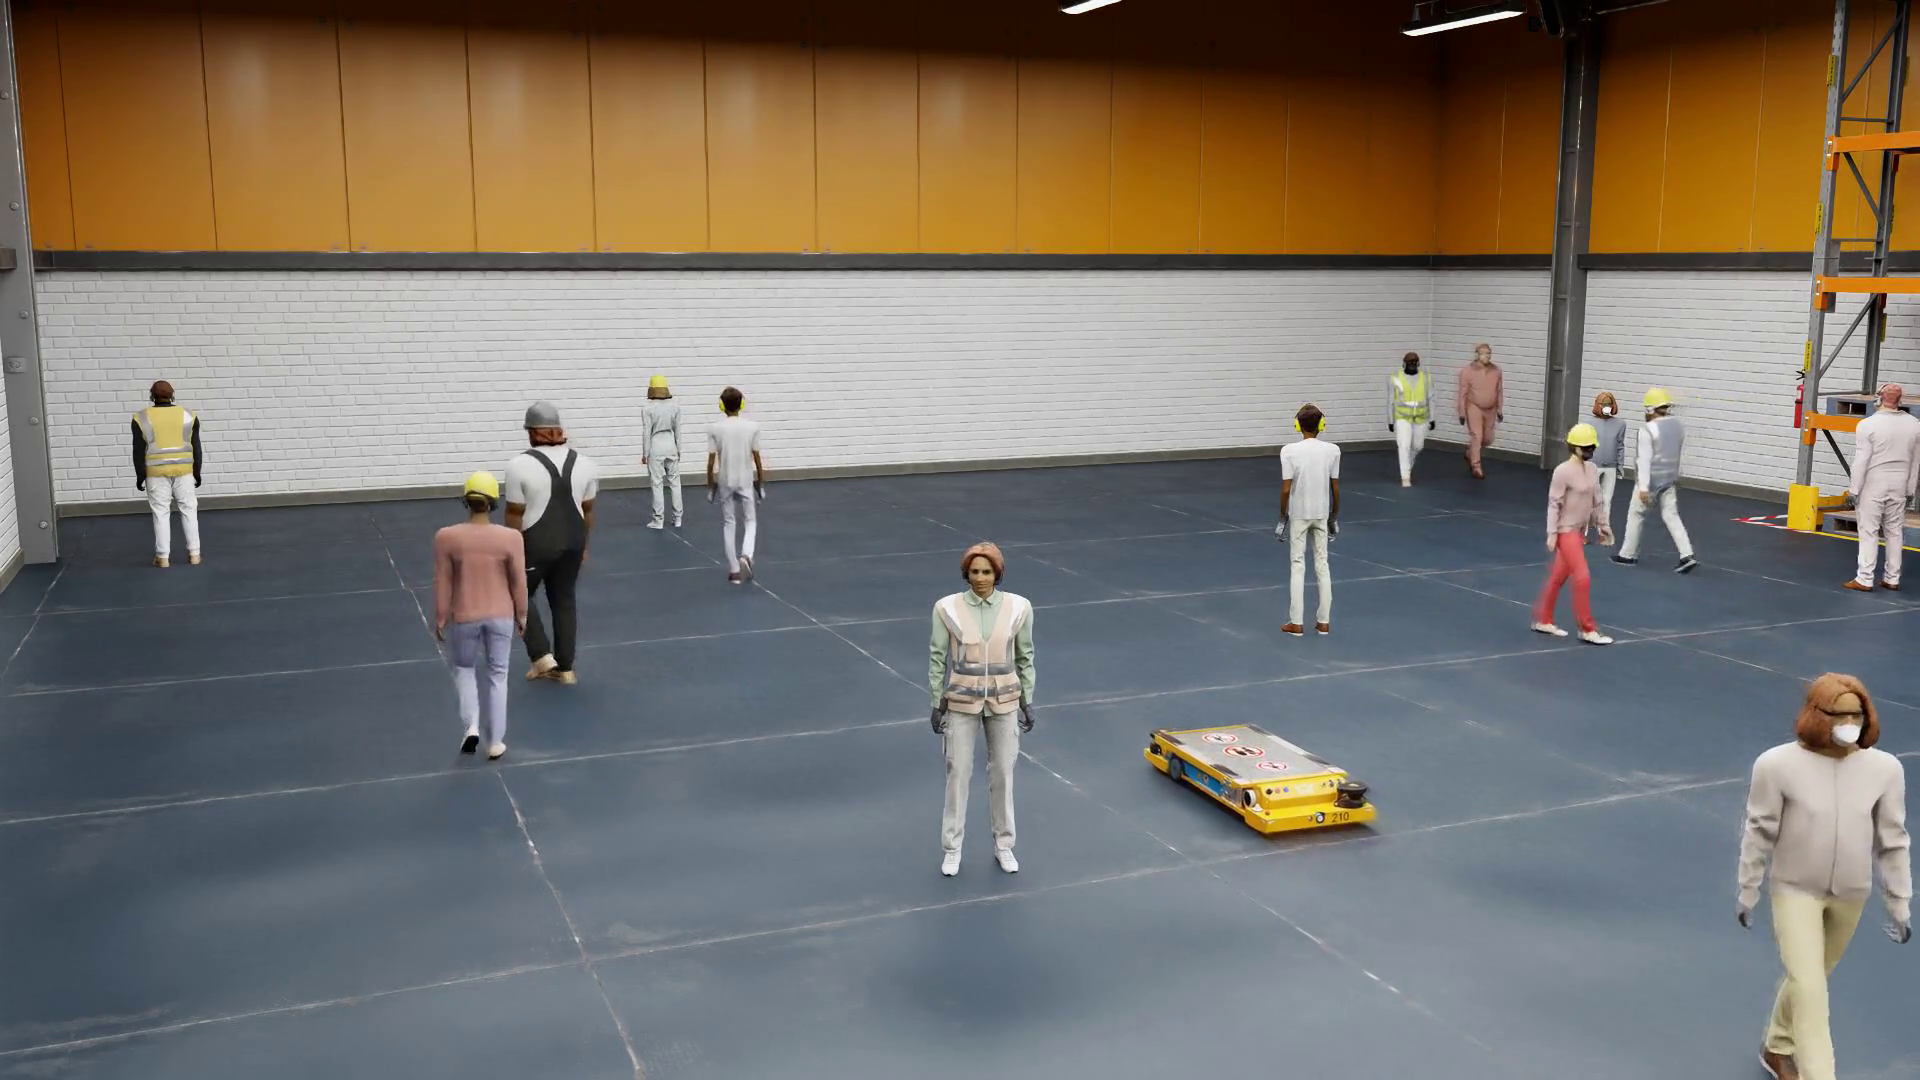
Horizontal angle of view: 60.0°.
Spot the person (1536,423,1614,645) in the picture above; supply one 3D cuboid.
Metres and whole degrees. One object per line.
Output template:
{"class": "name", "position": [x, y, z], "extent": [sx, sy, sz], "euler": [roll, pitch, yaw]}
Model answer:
{"class": "person", "position": [4.905, -0.047, 13.057], "extent": [0.533, 1.729, 0.823], "euler": [-9, 13, -43]}

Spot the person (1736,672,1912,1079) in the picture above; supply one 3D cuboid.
{"class": "person", "position": [2.974, 1.237, 5.686], "extent": [0.519, 1.579, 0.842], "euler": [0, 9, 2]}

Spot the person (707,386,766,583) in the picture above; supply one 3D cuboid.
{"class": "person", "position": [-2.077, -0.497, 15.402], "extent": [0.555, 1.855, 0.539], "euler": [-1, 9, -8]}

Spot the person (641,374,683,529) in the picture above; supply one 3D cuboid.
{"class": "person", "position": [-3.382, -1.000, 18.809], "extent": [0.492, 1.740, 0.325], "euler": [-7, 12, -37]}

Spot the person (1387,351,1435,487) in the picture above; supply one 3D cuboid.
{"class": "person", "position": [6.099, -1.655, 22.564], "extent": [0.623, 1.821, 0.801], "euler": [0, 9, 1]}

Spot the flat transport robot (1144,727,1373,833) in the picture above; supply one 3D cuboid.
{"class": "flat transport robot", "position": [1.639, 1.298, 9.326], "extent": [0.652, 0.197, 1.431], "euler": [-3, 10, -19]}

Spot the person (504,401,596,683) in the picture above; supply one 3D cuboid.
{"class": "person", "position": [-2.924, 0.018, 11.732], "extent": [0.536, 2.000, 0.708], "euler": [9, 13, 44]}

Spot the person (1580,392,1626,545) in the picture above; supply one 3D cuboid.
{"class": "person", "position": [6.801, -0.755, 17.647], "extent": [0.508, 1.632, 0.265], "euler": [0, 9, -3]}

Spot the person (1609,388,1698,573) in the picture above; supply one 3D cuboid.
{"class": "person", "position": [6.810, -0.578, 16.148], "extent": [0.604, 1.795, 0.925], "euler": [-4, 10, -25]}

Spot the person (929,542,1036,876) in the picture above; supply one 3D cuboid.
{"class": "person", "position": [0.109, 0.820, 8.094], "extent": [0.525, 1.636, 0.307], "euler": [-1, 9, -6]}

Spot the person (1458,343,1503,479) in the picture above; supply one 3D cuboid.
{"class": "person", "position": [7.283, -1.824, 23.357], "extent": [0.652, 1.887, 0.649], "euler": [-2, 10, -15]}

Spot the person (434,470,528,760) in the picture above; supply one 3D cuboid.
{"class": "person", "position": [-2.864, 0.452, 9.986], "extent": [0.545, 1.747, 0.372], "euler": [-2, 10, -12]}

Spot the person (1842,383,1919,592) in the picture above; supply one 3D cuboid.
{"class": "person", "position": [8.358, -0.471, 15.135], "extent": [0.679, 1.908, 0.404], "euler": [-1, 9, -8]}

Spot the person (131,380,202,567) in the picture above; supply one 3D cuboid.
{"class": "person", "position": [-7.810, -0.653, 16.406], "extent": [0.624, 1.844, 0.430], "euler": [-7, 11, -34]}

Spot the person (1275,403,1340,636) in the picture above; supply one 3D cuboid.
{"class": "person", "position": [2.784, -0.159, 13.343], "extent": [0.513, 1.865, 0.329], "euler": [-1, 9, -7]}
